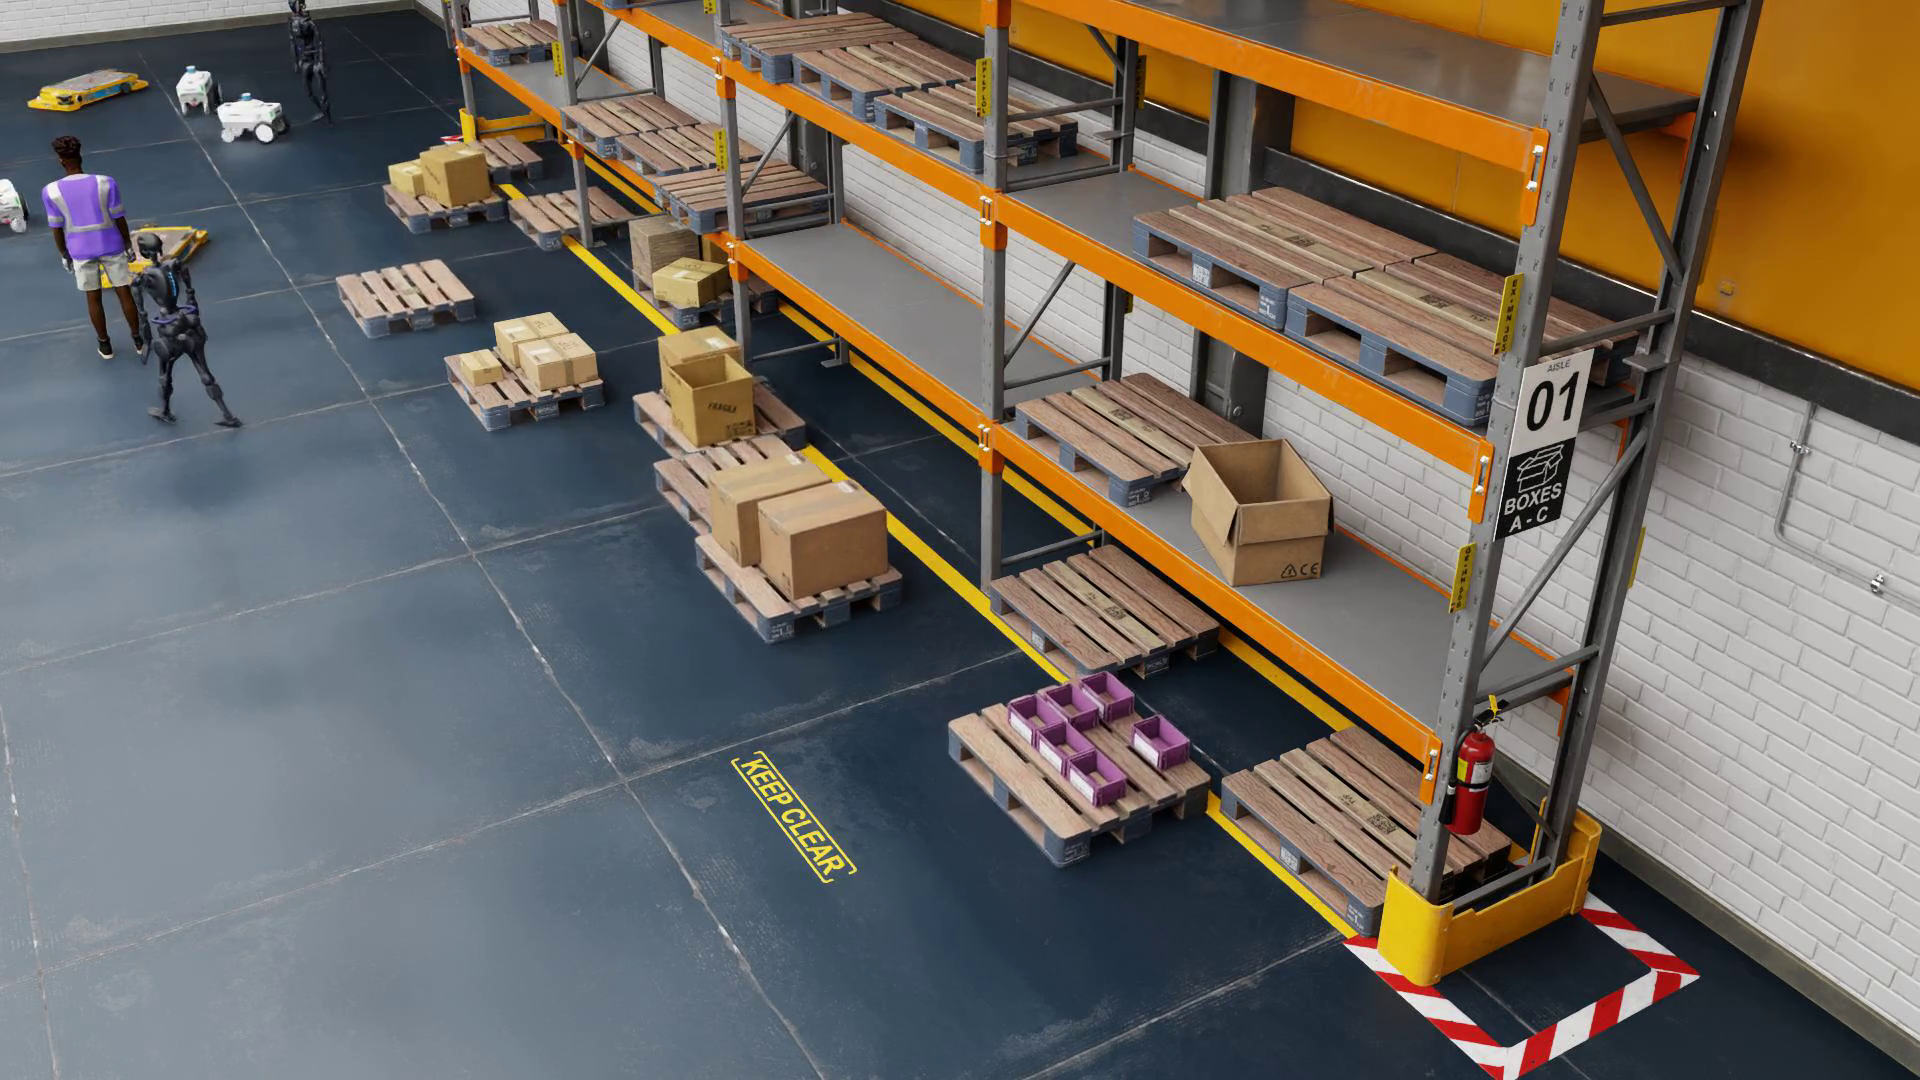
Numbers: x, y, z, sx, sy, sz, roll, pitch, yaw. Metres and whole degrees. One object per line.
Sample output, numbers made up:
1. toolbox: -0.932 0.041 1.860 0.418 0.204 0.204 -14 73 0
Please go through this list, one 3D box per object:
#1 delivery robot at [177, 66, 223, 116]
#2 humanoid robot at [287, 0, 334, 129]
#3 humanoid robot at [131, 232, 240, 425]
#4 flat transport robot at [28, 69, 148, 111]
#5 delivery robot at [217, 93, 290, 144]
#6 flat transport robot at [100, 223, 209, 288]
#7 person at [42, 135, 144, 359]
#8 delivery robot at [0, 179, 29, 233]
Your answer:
1. delivery robot: -9.977 -5.881 21.715 0.499 0.586 0.765 -7 30 -12
2. humanoid robot: -8.071 -6.010 20.820 0.604 1.646 0.475 14 32 23
3. humanoid robot: -6.243 -1.664 13.192 0.805 1.621 0.599 13 32 22
4. flat transport robot: -11.664 -6.019 22.259 0.659 0.231 1.431 10 31 17
5. delivery robot: -8.723 -5.197 20.537 0.808 0.614 0.499 1 30 1
6. flat transport robot: -8.100 -2.857 16.675 0.659 0.231 1.431 -3 30 -5
7. person: -7.466 -2.517 14.365 0.602 1.958 0.377 -13 32 -22
8. delivery robot: -10.204 -3.573 17.650 0.529 0.594 0.766 -18 34 -29
